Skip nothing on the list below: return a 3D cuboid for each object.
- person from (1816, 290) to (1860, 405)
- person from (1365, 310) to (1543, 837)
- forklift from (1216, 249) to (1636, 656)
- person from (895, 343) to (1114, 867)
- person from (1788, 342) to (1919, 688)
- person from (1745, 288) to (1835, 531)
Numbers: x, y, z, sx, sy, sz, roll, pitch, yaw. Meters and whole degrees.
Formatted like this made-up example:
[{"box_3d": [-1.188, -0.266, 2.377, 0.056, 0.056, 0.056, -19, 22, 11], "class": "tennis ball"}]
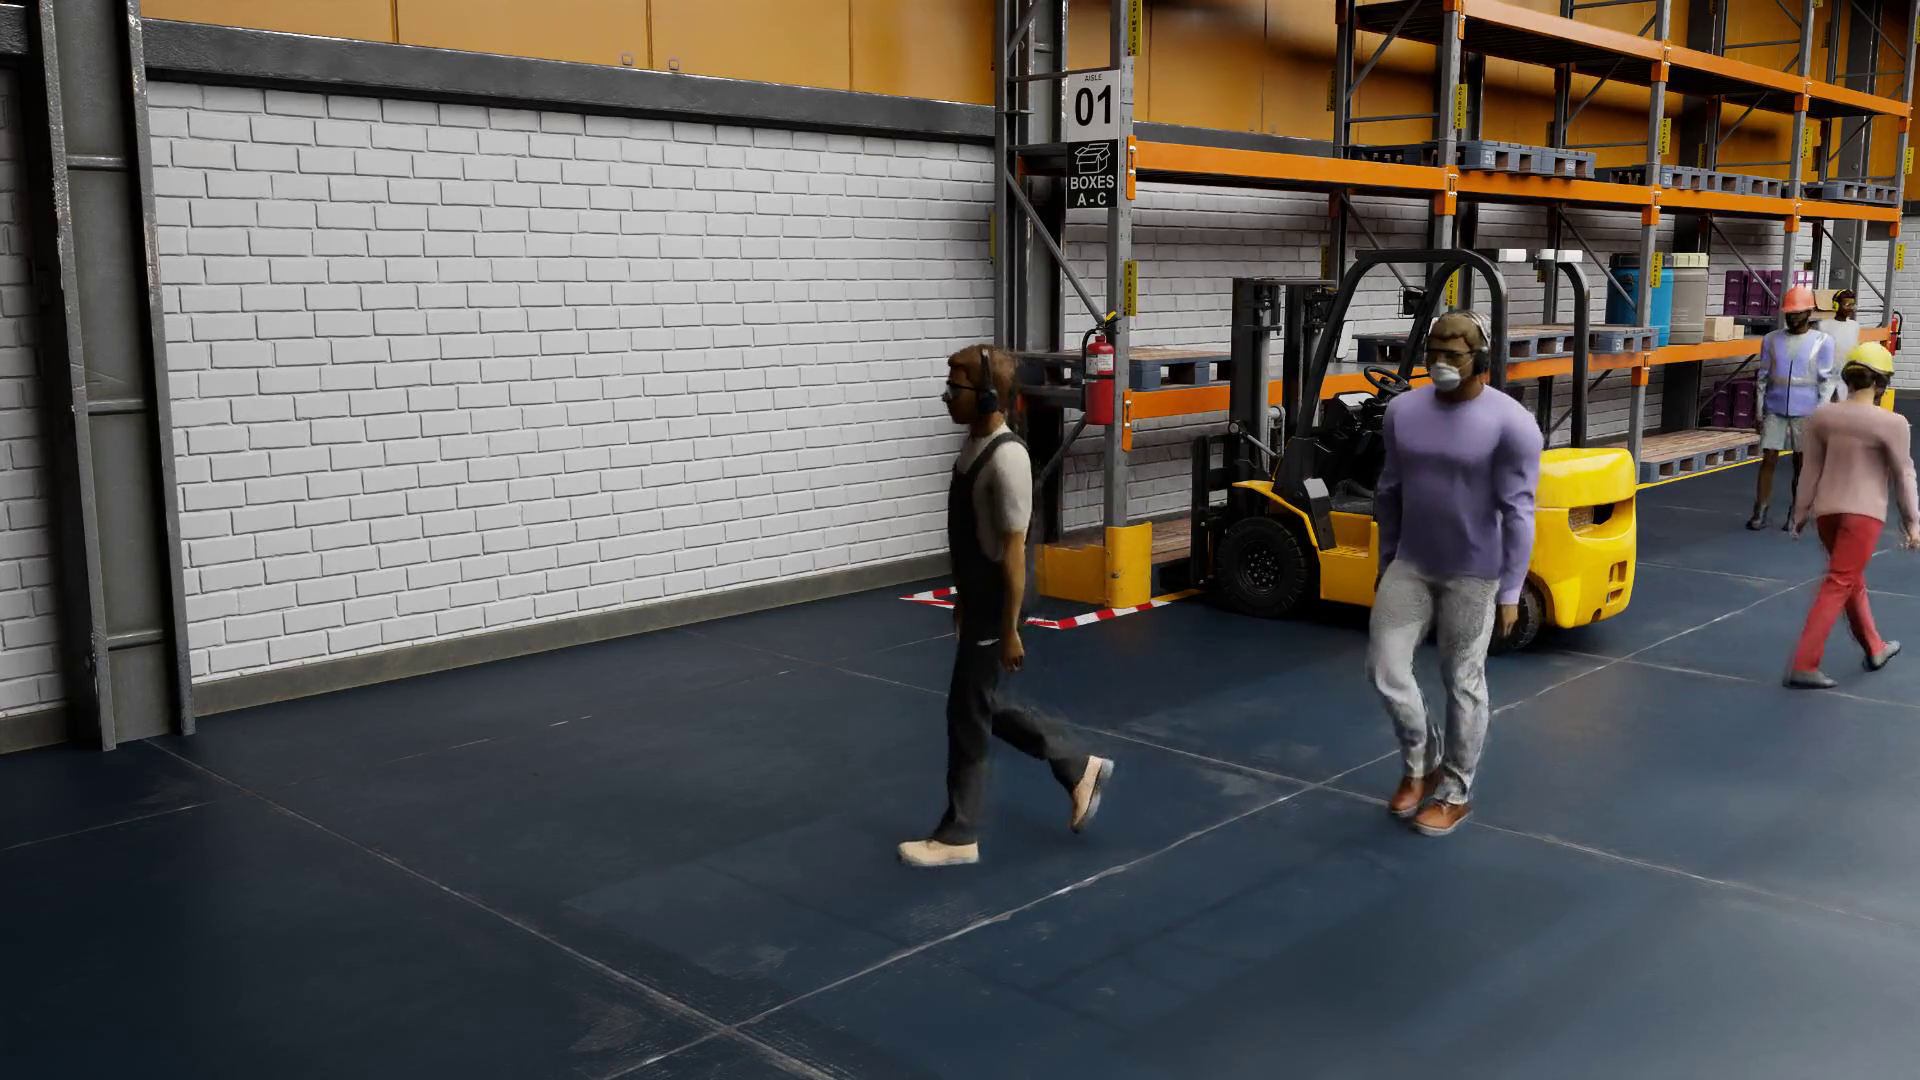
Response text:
[{"box_3d": [9.096, -1.664, 17.285, 0.509, 1.860, 0.318, -2, 10, -13], "class": "person"}, {"box_3d": [1.758, 0.136, 6.025, 0.449, 1.922, 0.666, -9, 13, -43], "class": "person"}, {"box_3d": [2.710, -0.584, 9.626, 2.313, 2.155, 1.214, 9, 13, 43], "class": "forklift"}, {"box_3d": [0.160, 0.232, 5.759, 0.723, 1.831, 0.525, -1, 9, -8], "class": "person"}, {"box_3d": [4.496, -0.127, 8.301, 0.950, 1.702, 0.556, -4, 10, -25], "class": "person"}, {"box_3d": [6.514, -1.003, 13.068, 0.548, 1.919, 0.637, 7, 12, 38], "class": "person"}]
